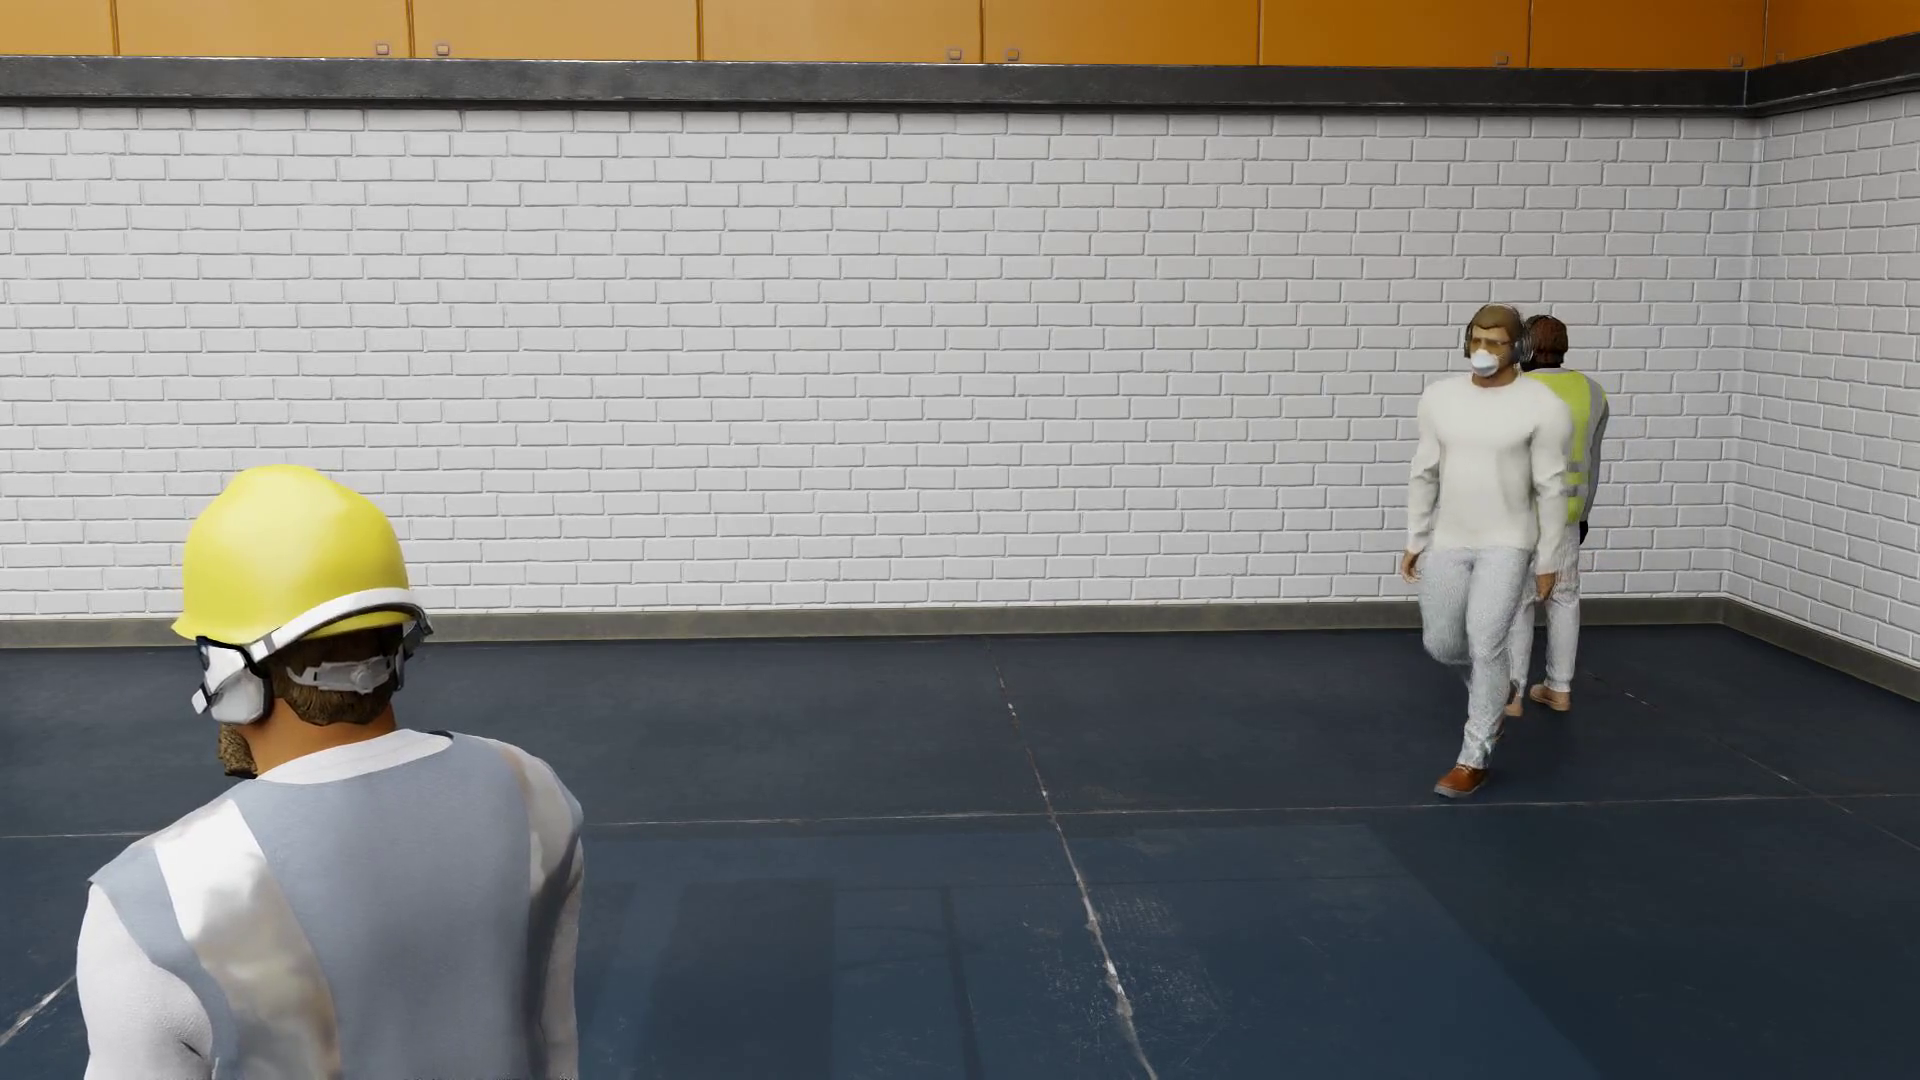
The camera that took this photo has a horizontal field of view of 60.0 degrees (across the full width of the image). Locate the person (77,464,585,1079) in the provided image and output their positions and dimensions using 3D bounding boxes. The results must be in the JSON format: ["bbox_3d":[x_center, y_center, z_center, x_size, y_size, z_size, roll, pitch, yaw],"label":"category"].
[{"bbox_3d":[-0.671,0.829,1.842,0.403,1.826,0.591,6,11,31],"label":"person"}]

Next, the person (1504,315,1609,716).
[{"bbox_3d":[2.639,-0.109,7.662,0.621,1.845,0.429,-3,10,-18],"label":"person"}]

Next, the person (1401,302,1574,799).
[{"bbox_3d":[2.102,0.025,6.574,0.632,1.923,0.672,9,13,44],"label":"person"}]
